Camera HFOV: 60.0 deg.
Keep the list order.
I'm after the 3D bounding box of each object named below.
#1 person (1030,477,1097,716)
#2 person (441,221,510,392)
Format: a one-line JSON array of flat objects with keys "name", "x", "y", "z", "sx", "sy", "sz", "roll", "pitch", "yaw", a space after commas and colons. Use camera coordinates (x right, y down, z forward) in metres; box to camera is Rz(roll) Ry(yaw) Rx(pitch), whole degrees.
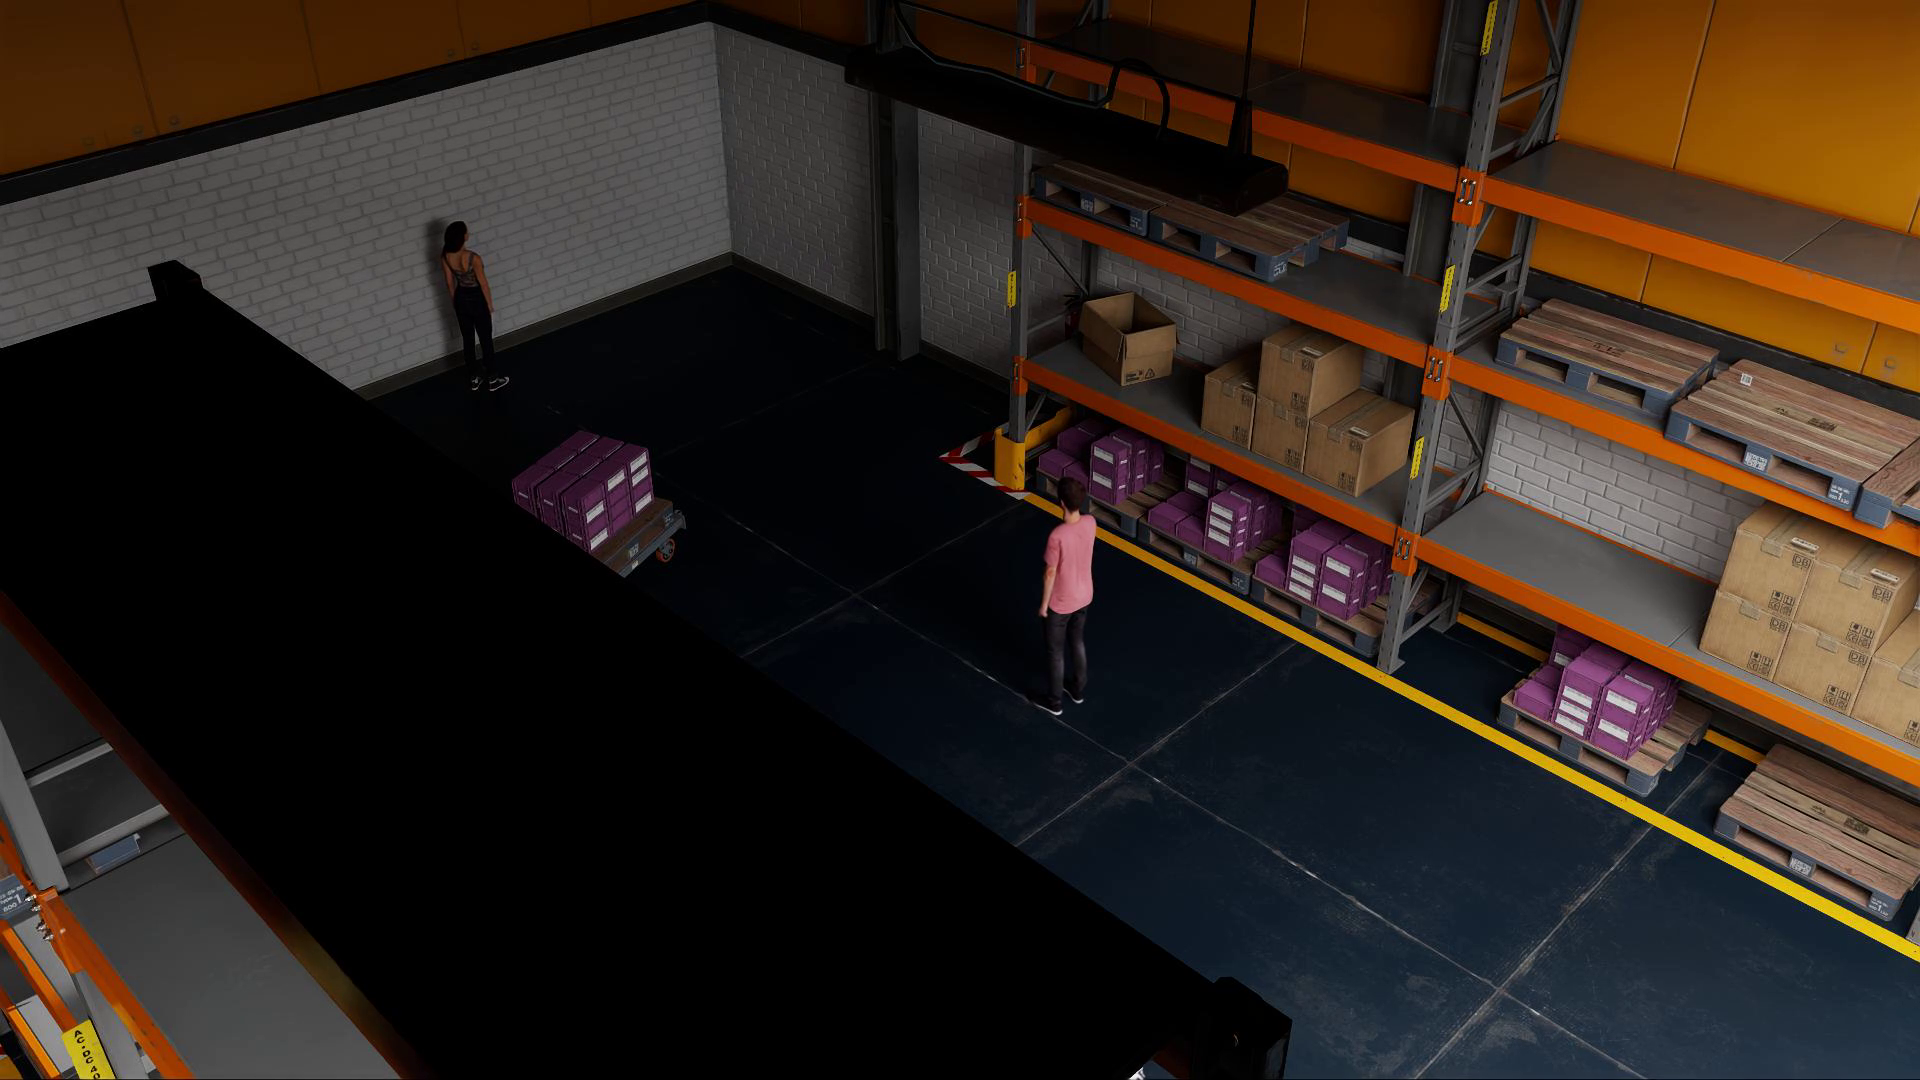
[{"name": "person", "x": 0.794, "y": 0.420, "z": 12.198, "sx": 0.623, "sy": 1.958, "sz": 0.547, "roll": -28, "pitch": 43, "yaw": -35}, {"name": "person", "x": -4.845, "y": -2.315, "z": 16.484, "sx": 0.637, "sy": 1.769, "sz": 0.752, "roll": 9, "pitch": 35, "yaw": 14}]
